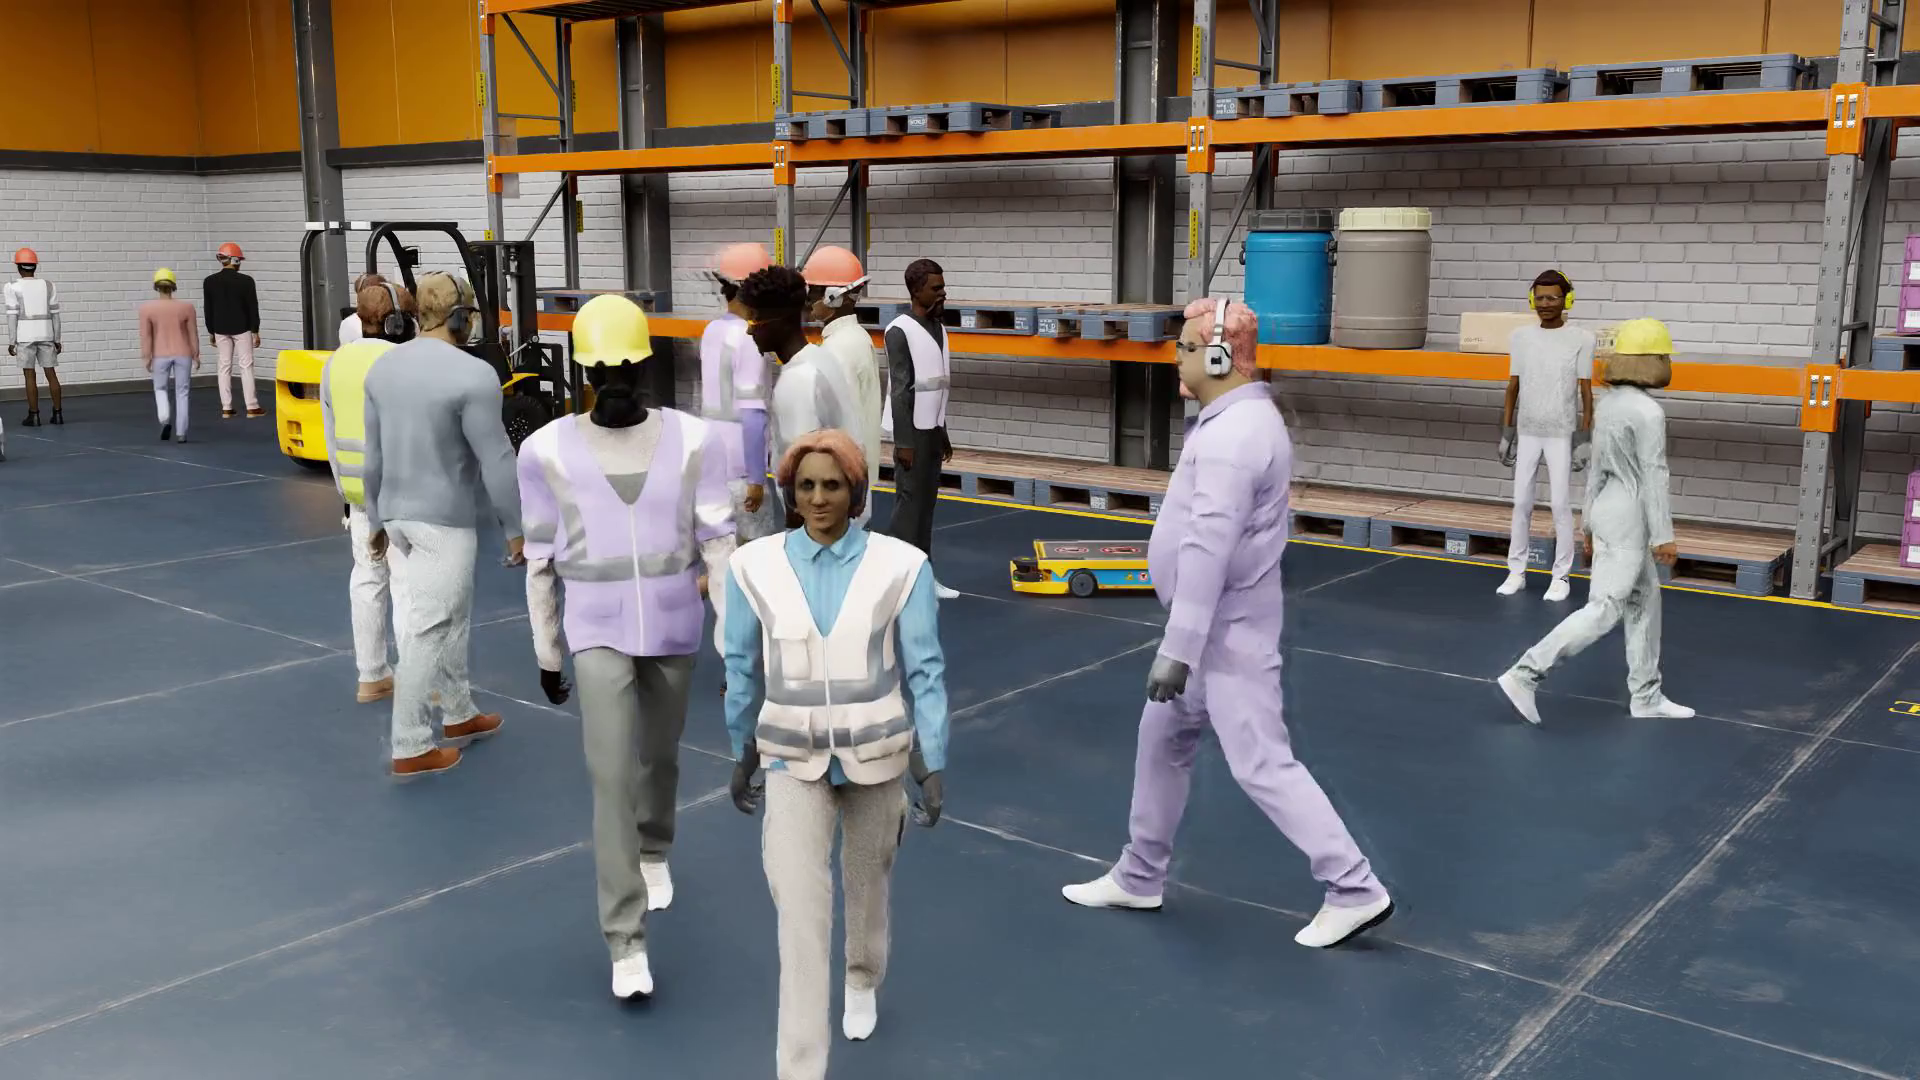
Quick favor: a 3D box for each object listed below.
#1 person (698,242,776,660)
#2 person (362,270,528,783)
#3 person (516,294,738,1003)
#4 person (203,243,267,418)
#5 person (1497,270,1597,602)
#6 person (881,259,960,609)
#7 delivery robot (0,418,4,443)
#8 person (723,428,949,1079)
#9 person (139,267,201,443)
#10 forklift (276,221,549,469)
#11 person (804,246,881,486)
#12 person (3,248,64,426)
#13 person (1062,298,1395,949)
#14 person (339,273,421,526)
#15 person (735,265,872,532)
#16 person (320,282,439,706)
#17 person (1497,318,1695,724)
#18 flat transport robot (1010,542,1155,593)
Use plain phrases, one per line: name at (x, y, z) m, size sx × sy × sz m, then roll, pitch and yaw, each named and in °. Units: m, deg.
person at (-1.103, -0.373, 7.782) m, size 0.722 × 2.021 × 0.611 m, roll -5°, pitch 11°, yaw -27°
person at (-1.935, -0.067, 6.378) m, size 0.650 × 1.901 × 0.813 m, roll 8°, pitch 13°, yaw 36°
person at (-0.926, 0.250, 4.706) m, size 0.588 × 1.878 × 0.993 m, roll -3°, pitch 11°, yaw -18°
person at (-8.292, -2.387, 19.003) m, size 0.612 × 1.987 × 0.400 m, roll 0°, pitch 10°, yaw 2°
person at (3.305, -0.586, 9.387) m, size 0.516 × 1.861 × 0.321 m, roll 8°, pitch 13°, yaw 39°
person at (-0.224, -0.589, 9.232) m, size 0.392 × 1.920 × 0.587 m, roll 4°, pitch 11°, yaw 21°
delivery robot at (-8.860, -0.974, 14.885) m, size 0.477 × 0.478 × 0.707 m, roll -2°, pitch 11°, yaw -12°
person at (-0.293, 0.528, 3.932) m, size 0.533 × 1.588 × 0.853 m, roll 0°, pitch 10°, yaw -1°
person at (-7.838, -1.824, 16.540) m, size 0.530 × 1.755 × 0.401 m, roll -5°, pitch 11°, yaw -26°
forklift at (-4.922, -1.741, 14.854) m, size 1.214 × 2.155 × 2.313 m, roll 8°, pitch 13°, yaw 38°
person at (-0.534, -0.288, 7.355) m, size 0.375 × 1.995 × 0.611 m, roll 0°, pitch 10°, yaw 0°
person at (-10.112, -2.207, 18.149) m, size 0.371 × 1.935 × 0.551 m, roll 8°, pitch 13°, yaw 39°
person at (0.807, 0.242, 4.777) m, size 0.953 × 1.868 × 0.638 m, roll 2°, pitch 10°, yaw 10°
person at (-3.985, -0.951, 11.575) m, size 0.910 × 1.810 × 0.640 m, roll 8°, pitch 13°, yaw 37°
person at (-0.562, -0.079, 6.400) m, size 0.564 × 1.925 × 0.646 m, roll 1°, pitch 10°, yaw 4°
person at (-2.452, -0.187, 7.219) m, size 0.633 × 1.841 × 0.429 m, roll 6°, pitch 12°, yaw 31°
person at (2.684, -0.065, 6.909) m, size 0.823 × 1.711 × 0.482 m, roll 1°, pitch 10°, yaw 4°
flat transport robot at (1.015, 0.150, 9.705) m, size 1.431 × 0.197 × 0.652 m, roll 0°, pitch 10°, yaw 0°
